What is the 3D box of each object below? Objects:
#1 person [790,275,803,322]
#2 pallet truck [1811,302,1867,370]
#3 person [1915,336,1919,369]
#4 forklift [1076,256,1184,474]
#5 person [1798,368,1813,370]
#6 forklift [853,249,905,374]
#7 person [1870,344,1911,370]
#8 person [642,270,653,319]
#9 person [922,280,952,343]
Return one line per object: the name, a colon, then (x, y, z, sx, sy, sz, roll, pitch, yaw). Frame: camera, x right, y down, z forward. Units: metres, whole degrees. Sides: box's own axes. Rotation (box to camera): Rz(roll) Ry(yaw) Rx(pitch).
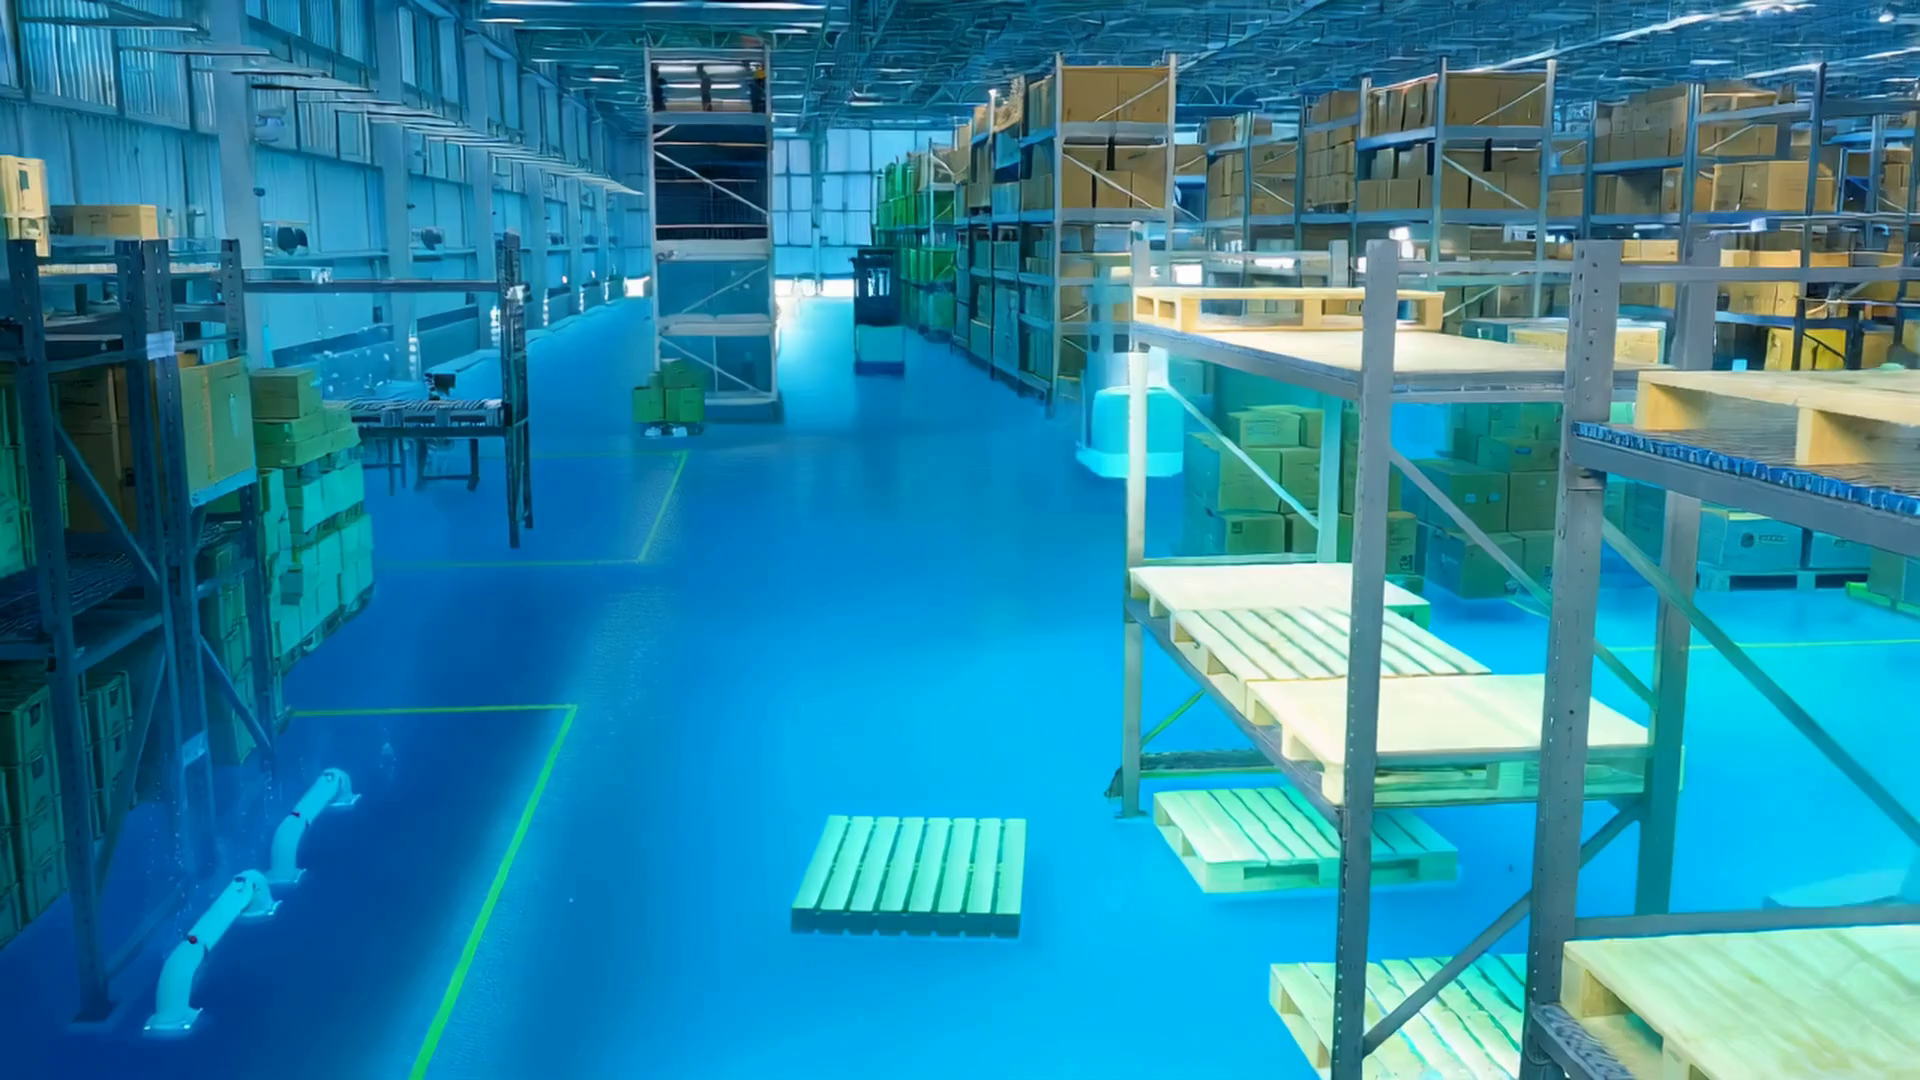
person: (-6.067, -8.947, 61.680, 0.513, 1.723, 0.486, 1, 10, 5)
pallet truck: (15.846, -3.142, 28.793, 1.885, 1.965, 0.823, 2, 10, 12)
person: (15.317, -2.631, 26.140, 0.550, 1.938, 0.375, 8, 13, 39)
forklift: (2.269, -2.350, 21.953, 1.129, 2.768, 1.873, -1, 10, -6)
person: (8.976, -1.011, 17.862, 0.740, 1.662, 0.552, -3, 11, -16)
forklift: (-1.870, -5.256, 38.054, 1.129, 2.768, 1.873, -1, 10, -6)
person: (11.198, -1.446, 19.927, 0.933, 1.795, 0.631, -7, 12, -32)
person: (-12.067, -9.525, 64.455, 0.401, 1.894, 0.656, 8, 13, 37)
person: (-0.581, -6.717, 49.006, 0.996, 1.859, 0.663, 0, 10, -3)
